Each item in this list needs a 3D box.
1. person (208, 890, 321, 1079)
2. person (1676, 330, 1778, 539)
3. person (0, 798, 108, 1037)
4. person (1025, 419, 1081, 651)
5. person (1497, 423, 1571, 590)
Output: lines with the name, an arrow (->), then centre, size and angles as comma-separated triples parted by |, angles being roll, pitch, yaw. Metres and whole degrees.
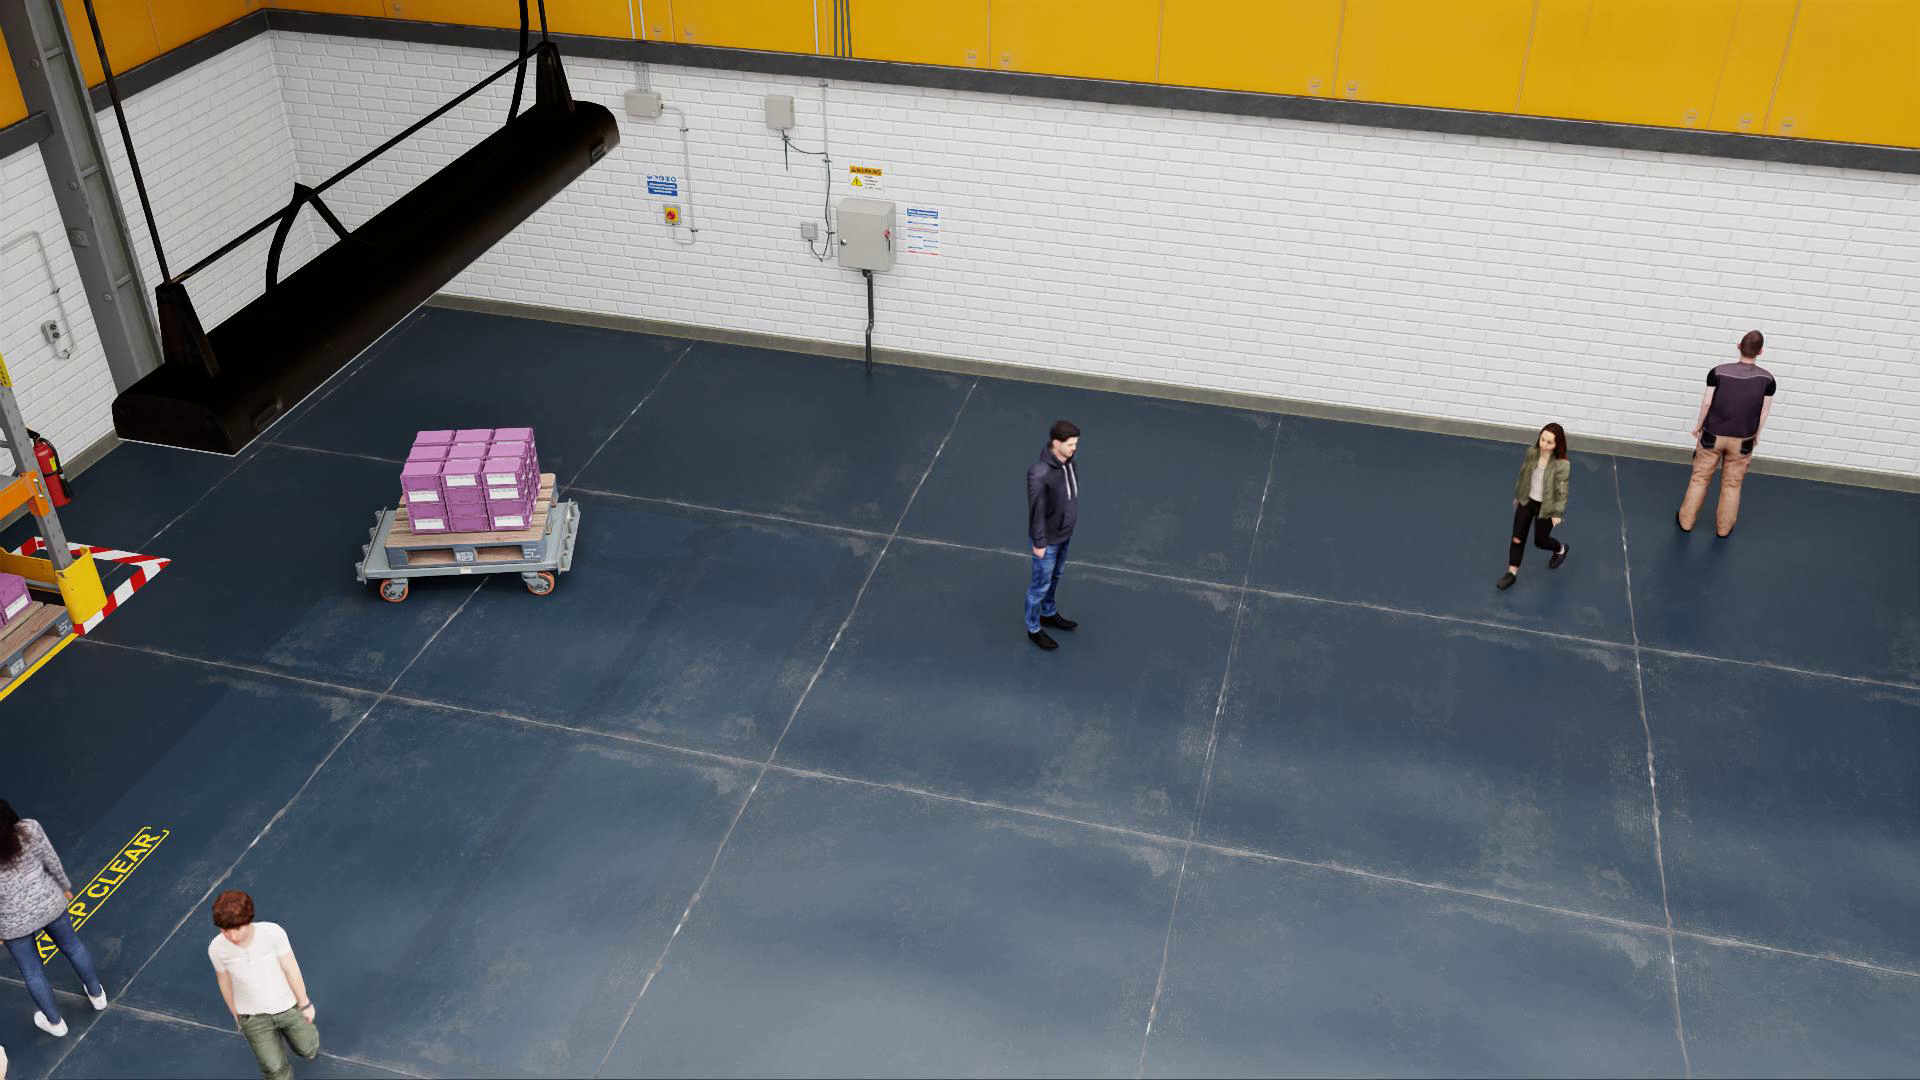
person -> -3.650, 2.423, 8.826 | 0.875, 1.641, 1.018 | -10, 35, -15
person -> 6.279, -0.871, 13.602 | 0.717, 1.841, 0.635 | 14, 36, 20
person -> -5.205, 2.062, 9.288 | 0.748, 1.732, 0.597 | 24, 40, 31
person -> 0.669, -0.073, 12.359 | 0.790, 1.889, 0.607 | 18, 38, 25
person -> 4.595, -0.288, 13.070 | 0.989, 1.460, 0.893 | -22, 40, -30
